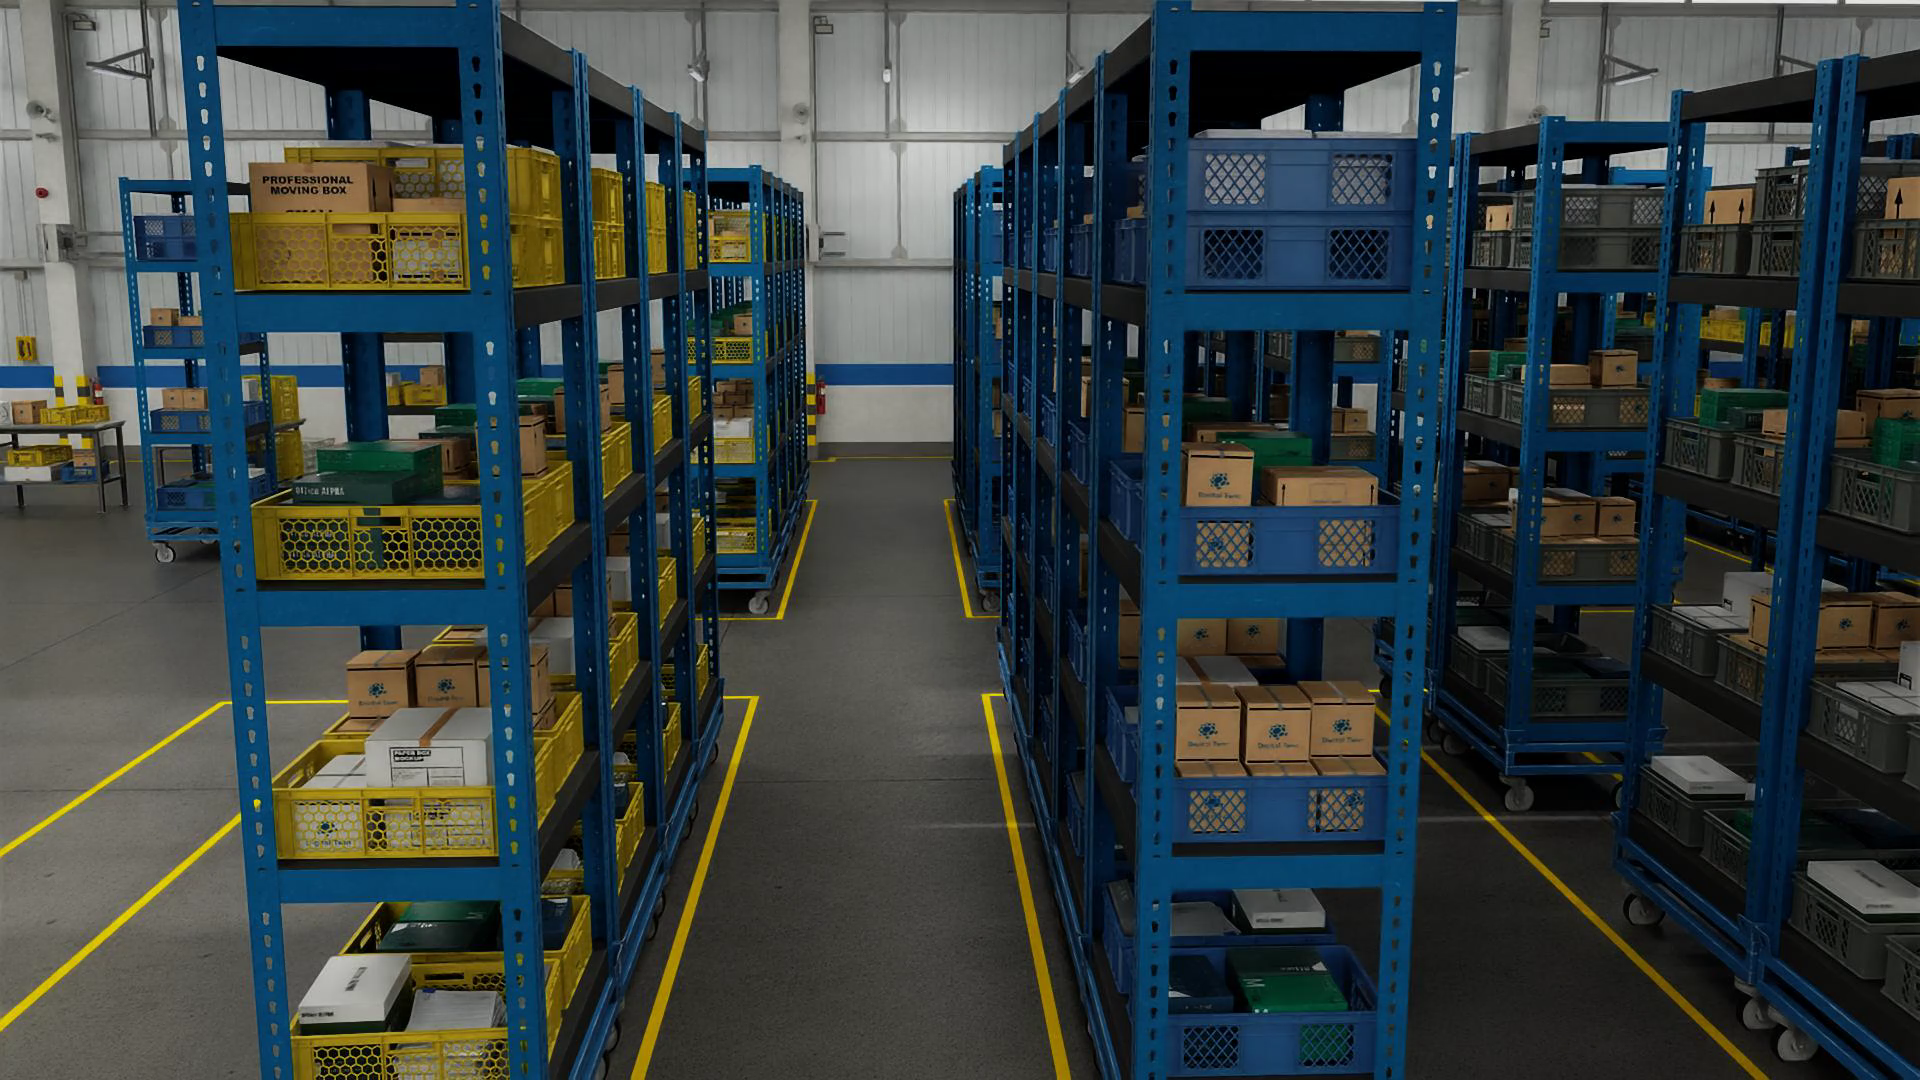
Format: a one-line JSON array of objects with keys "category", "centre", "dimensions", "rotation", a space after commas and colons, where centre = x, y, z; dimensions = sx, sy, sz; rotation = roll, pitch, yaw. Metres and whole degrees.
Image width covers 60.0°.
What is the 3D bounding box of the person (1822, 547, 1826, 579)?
[{"category": "person", "centre": [6.331, -0.212, 12.381], "dimensions": [0.374, 2.044, 0.605], "rotation": [3, 11, 18]}]
